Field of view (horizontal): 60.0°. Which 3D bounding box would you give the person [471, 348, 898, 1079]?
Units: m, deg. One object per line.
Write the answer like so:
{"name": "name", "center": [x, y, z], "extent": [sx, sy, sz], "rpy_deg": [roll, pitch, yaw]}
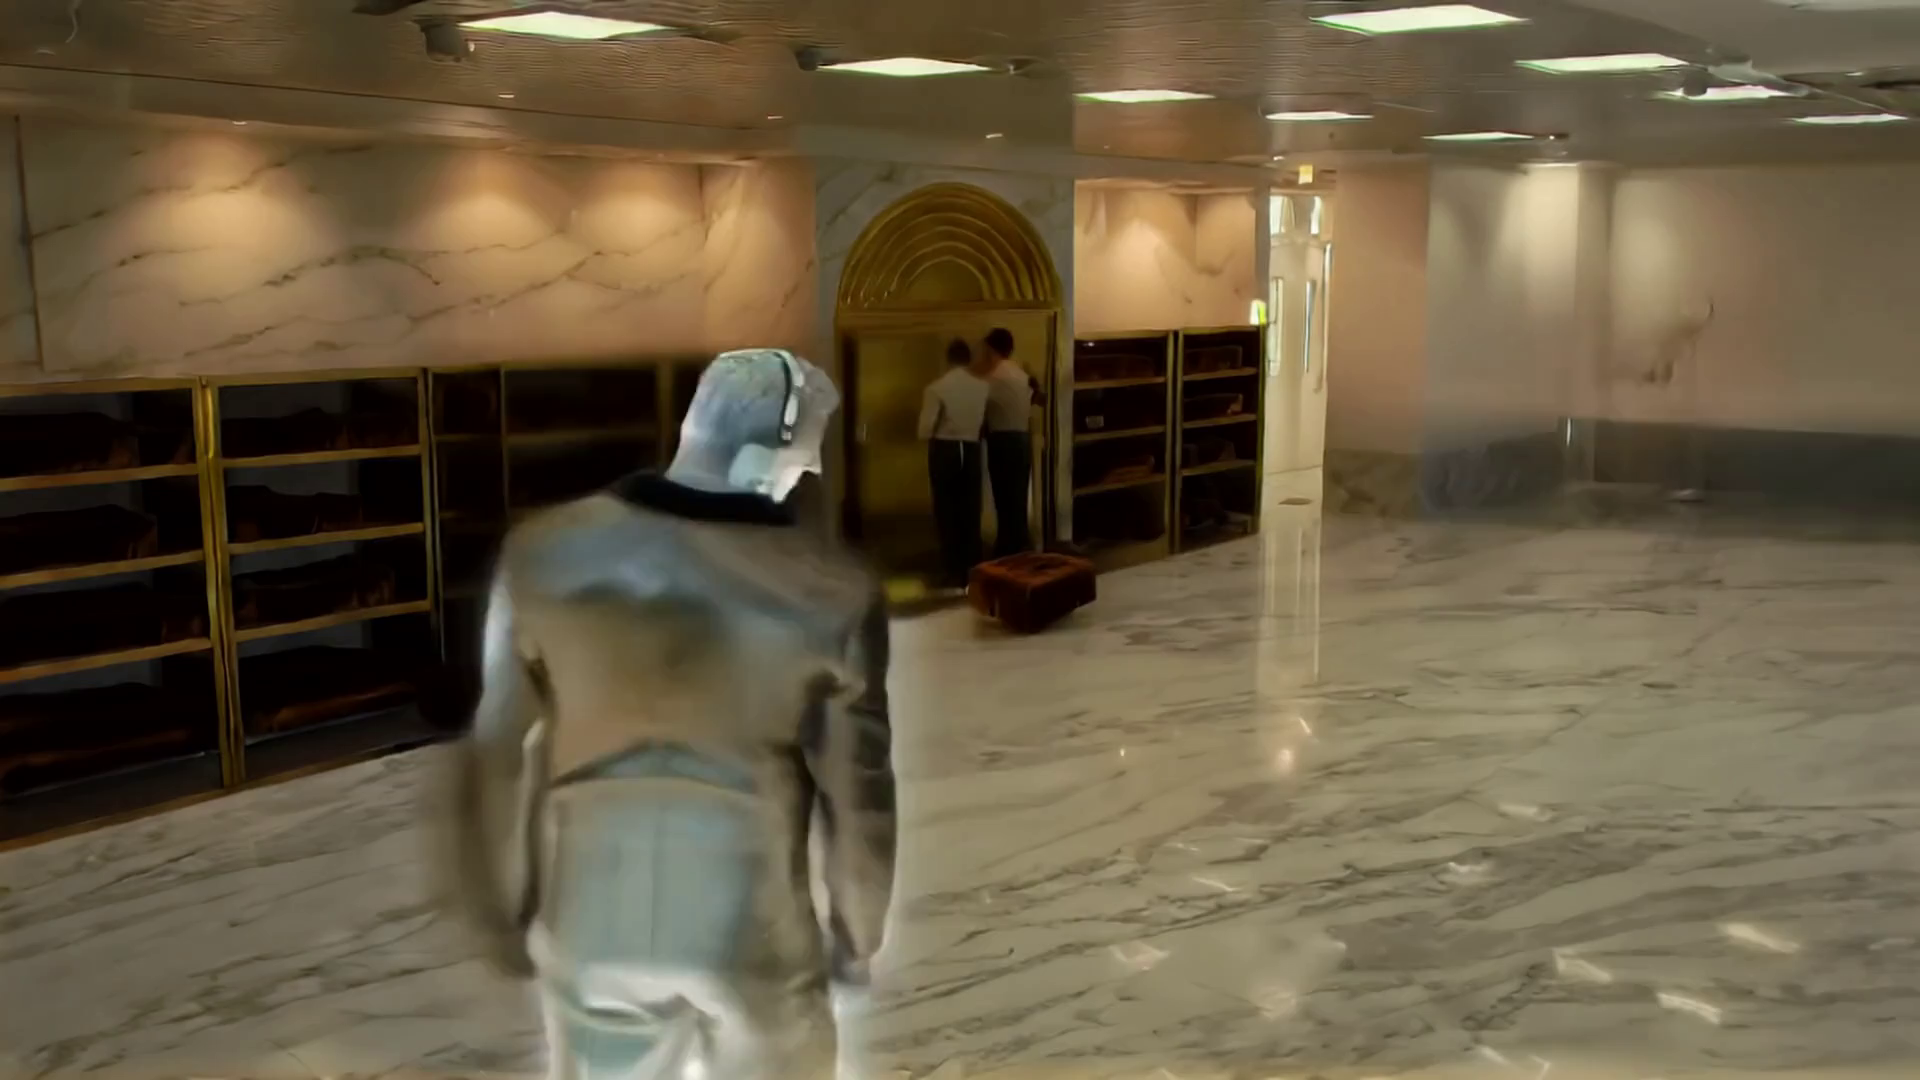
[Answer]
{"name": "person", "center": [-0.443, 0.623, 2.740], "extent": [0.691, 1.866, 0.431], "rpy_deg": [-1, 10, -5]}
